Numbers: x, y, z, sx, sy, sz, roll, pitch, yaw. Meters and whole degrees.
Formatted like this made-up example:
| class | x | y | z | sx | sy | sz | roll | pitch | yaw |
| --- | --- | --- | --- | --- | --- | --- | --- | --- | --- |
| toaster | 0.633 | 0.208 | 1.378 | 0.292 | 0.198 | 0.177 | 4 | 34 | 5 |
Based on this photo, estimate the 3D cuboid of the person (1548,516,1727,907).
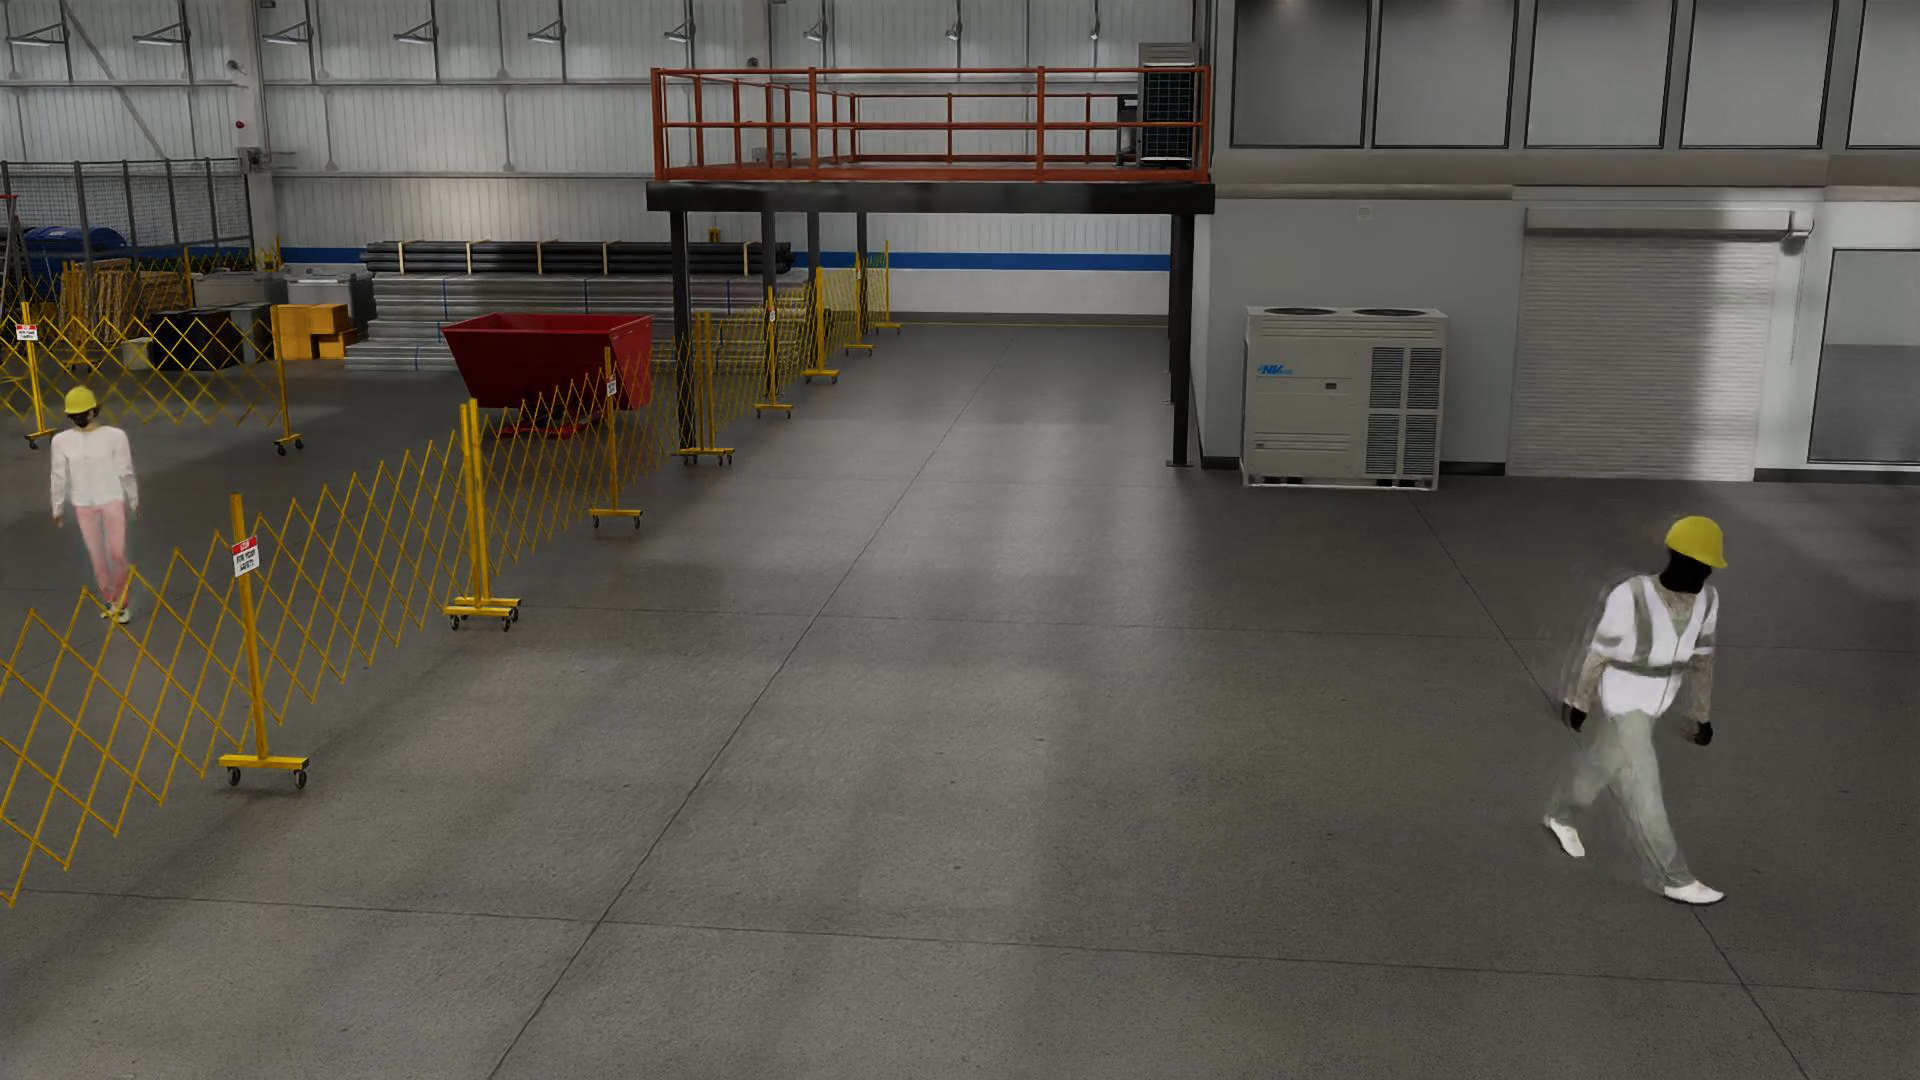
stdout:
| class | x | y | z | sx | sy | sz | roll | pitch | yaw |
| --- | --- | --- | --- | --- | --- | --- | --- | --- | --- |
| person | 3.250 | 0.751 | 7.909 | 0.591 | 1.839 | 1.073 | -7 | 15 | -26 |

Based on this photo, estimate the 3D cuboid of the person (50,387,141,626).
| class | x | y | z | sx | sy | sz | roll | pitch | yaw |
| --- | --- | --- | --- | --- | --- | --- | --- | --- | --- |
| person | -6.312 | -0.235 | 12.104 | 0.560 | 1.739 | 0.700 | -3 | 14 | -13 |
